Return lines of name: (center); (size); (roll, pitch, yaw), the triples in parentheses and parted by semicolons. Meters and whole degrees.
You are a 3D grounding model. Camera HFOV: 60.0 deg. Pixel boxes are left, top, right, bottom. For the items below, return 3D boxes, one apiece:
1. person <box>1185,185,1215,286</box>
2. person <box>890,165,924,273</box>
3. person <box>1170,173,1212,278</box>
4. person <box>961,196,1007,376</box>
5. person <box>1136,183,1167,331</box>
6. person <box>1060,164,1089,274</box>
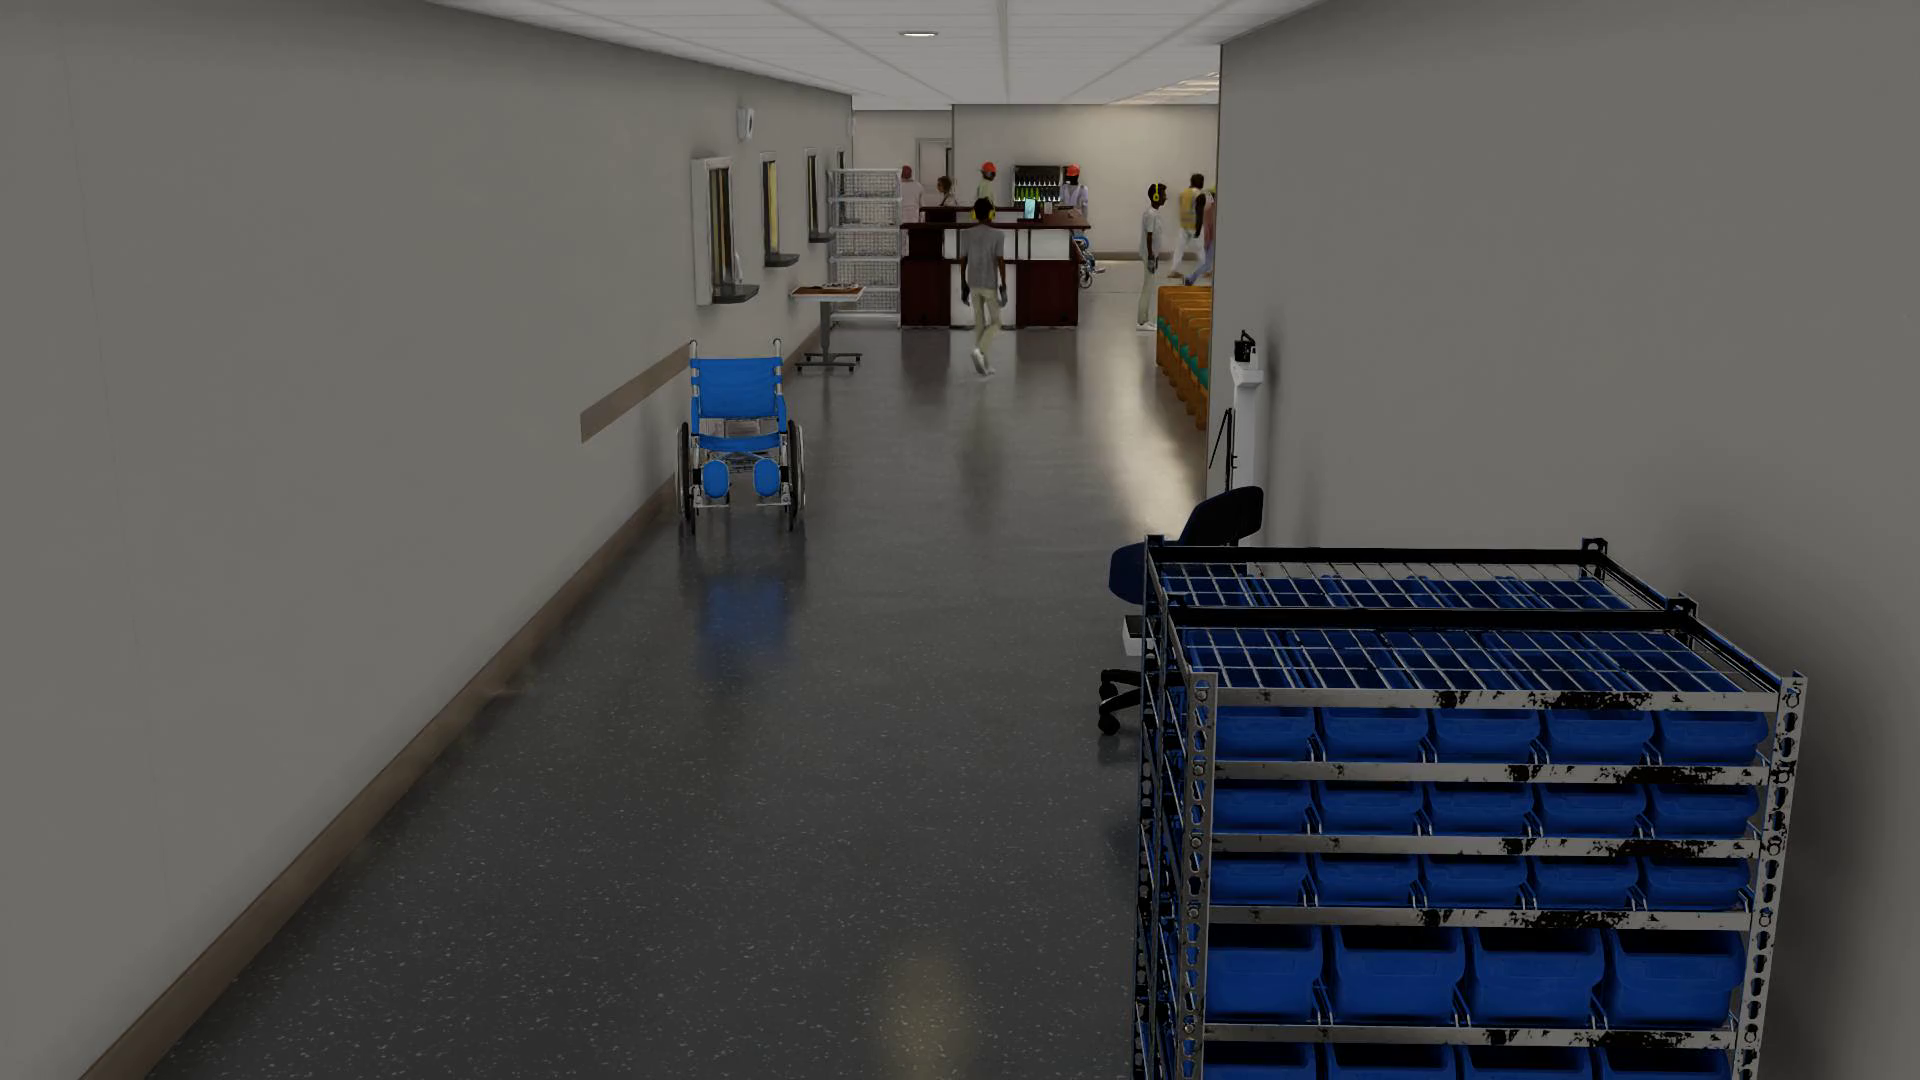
person: (3.820, -4.566, 25.365); (0.648, 1.753, 0.531); (13, 19, 42)
person: (-0.957, -5.707, 29.668); (0.639, 1.909, 0.409); (-5, 15, -18)
person: (4.045, -5.434, 28.825); (0.967, 1.796, 0.627); (-9, 16, -31)
person: (0.236, -2.596, 17.145); (0.542, 1.856, 0.529); (6, 15, 24)
person: (2.447, -3.600, 21.214); (0.331, 1.862, 0.506); (3, 14, 10)
person: (2.009, -5.700, 29.595); (0.545, 1.929, 0.390); (9, 16, 31)
